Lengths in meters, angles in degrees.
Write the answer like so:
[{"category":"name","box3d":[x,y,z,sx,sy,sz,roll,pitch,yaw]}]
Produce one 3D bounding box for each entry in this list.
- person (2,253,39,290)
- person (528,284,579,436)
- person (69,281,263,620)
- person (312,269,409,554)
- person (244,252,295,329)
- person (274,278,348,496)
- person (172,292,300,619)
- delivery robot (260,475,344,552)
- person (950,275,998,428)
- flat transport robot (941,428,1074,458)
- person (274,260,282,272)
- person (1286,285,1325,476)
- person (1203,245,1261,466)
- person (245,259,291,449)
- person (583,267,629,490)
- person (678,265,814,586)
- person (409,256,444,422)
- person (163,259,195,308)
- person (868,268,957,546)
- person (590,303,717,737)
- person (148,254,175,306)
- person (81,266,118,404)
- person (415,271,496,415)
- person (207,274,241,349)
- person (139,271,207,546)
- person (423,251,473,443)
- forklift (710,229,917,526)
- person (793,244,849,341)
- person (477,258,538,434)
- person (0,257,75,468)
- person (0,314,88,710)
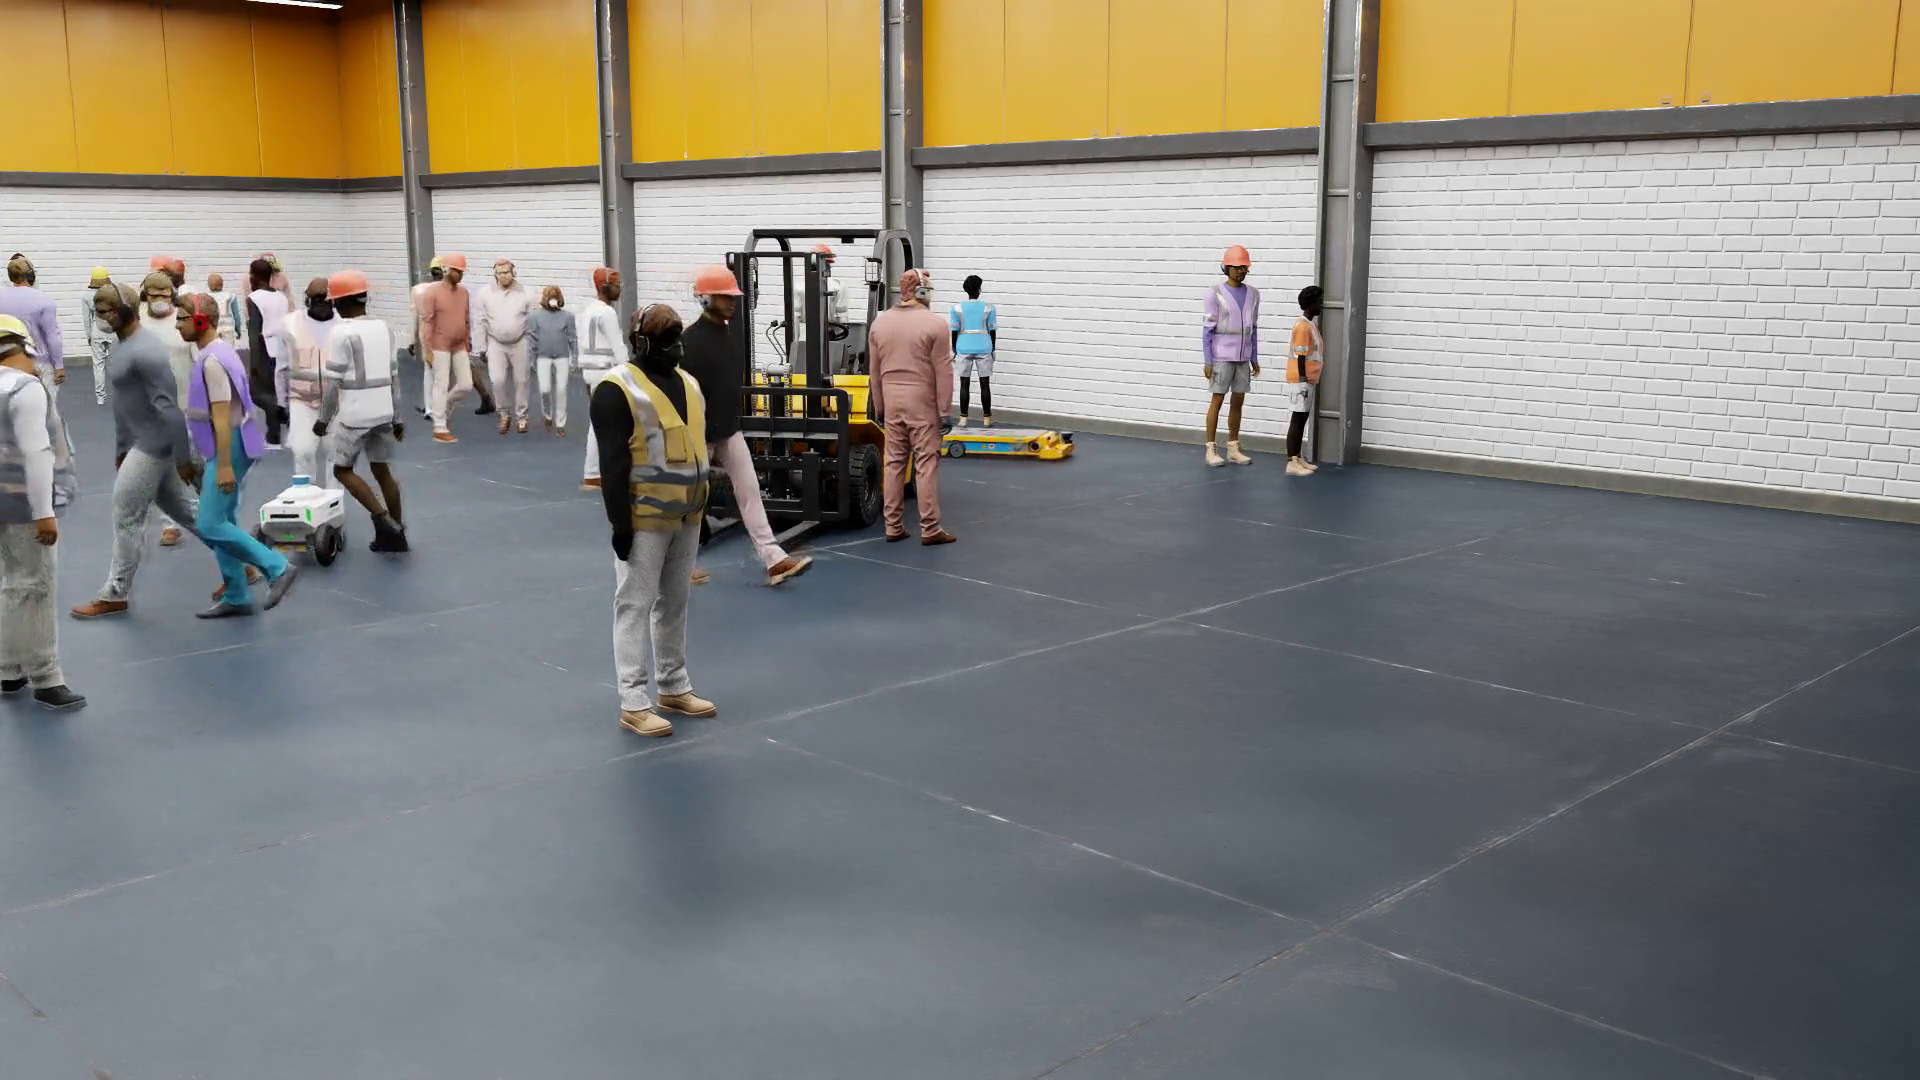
[{"category":"person","box3d":[-14.009,-3.352,24.902,0.513,1.867,0.328,-6,12,-29]},{"category":"person","box3d":[-4.304,-1.904,17.643,0.515,1.616,0.347,-4,11,-19]},{"category":"person","box3d":[-4.526,-0.521,9.405,1.007,1.896,0.640,-7,13,-34]},{"category":"person","box3d":[-3.927,-0.828,11.001,0.488,1.911,0.560,4,11,23]},{"category":"person","box3d":[-9.985,-3.241,24.240,0.812,1.877,0.680,8,13,38]},{"category":"person","box3d":[-4.663,-0.992,12.184,0.659,1.815,0.562,-4,11,-21]},{"category":"person","box3d":[-4.018,-0.448,9.171,0.486,1.822,0.617,-5,11,-25]},{"category":"delivery robot","box3d":[-4.325,-0.185,10.951,0.477,0.478,0.707,-1,10,-3]},{"category":"person","box3d":[0.154,-2.082,18.439,0.530,1.695,0.321,0,10,0]},{"category":"flat transport robot","box3d":[0.349,-0.950,16.153,1.431,0.197,0.652,2,11,13]},{"category":"person","box3d":[-10.665,-3.485,25.898,0.526,1.768,0.331,5,12,27]},{"category":"person","box3d":[3.076,-1.418,14.835,0.317,1.693,0.535,4,11,20]},{"category":"person","box3d":[2.533,-1.699,15.404,0.615,2.041,0.391,-5,12,-26]},{"category":"person","box3d":[-6.807,-1.822,16.463,0.550,1.899,0.612,2,11,8]},{"category":"person","box3d":[-2.879,-1.349,13.981,0.719,1.857,0.580,-4,11,-20]},{"category":"person","box3d":[-1.402,-0.658,9.979,1.028,1.941,0.653,5,12,27]},{"category":"person","box3d":[-6.001,-2.311,19.139,0.612,1.889,0.634,-1,10,-7]},{"category":"person","box3d":[-8.662,-2.158,18.396,0.775,1.858,0.584,-3,11,-18]},{"category":"person","box3d":[-0.309,-0.915,11.511,0.642,1.905,0.399,6,12,31]},{"category":"person","box3d":[-1.294,-0.094,7.202,0.430,1.845,0.619,6,12,29]},{"category":"person","box3d":[-9.203,-2.379,19.454,0.579,1.915,0.437,8,13,38]},{"category":"person","box3d":[-10.822,-2.591,21.078,0.487,1.746,0.288,-3,11,-16]},{"category":"person","box3d":[-5.997,-2.406,19.729,1.022,1.879,0.557,1,10,3]},{"category":"person","box3d":[-10.288,-2.897,23.139,0.524,1.601,0.844,-4,11,-19]},{"category":"person","box3d":[-5.557,-0.955,11.780,0.637,1.897,0.958,-3,11,-14]},{"category":"person","box3d":[-5.306,-1.992,17.194,0.560,1.970,0.650,7,12,33]},{"category":"forklift","box3d":[-1.050,-1.319,12.920,1.214,2.155,2.313,2,11,13]},{"category":"person","box3d":[-1.453,-2.048,17.312,0.609,2.040,0.395,1,10,6]},{"category":"person","box3d":[-4.836,-2.074,17.870,0.678,1.881,0.587,-2,11,-10]},{"category":"person","box3d":[-8.400,-1.580,15.039,0.629,1.940,0.372,1,10,4]},{"category":"person","box3d":[-4.226,-0.124,7.561,0.691,1.781,0.406,9,14,41]}]
